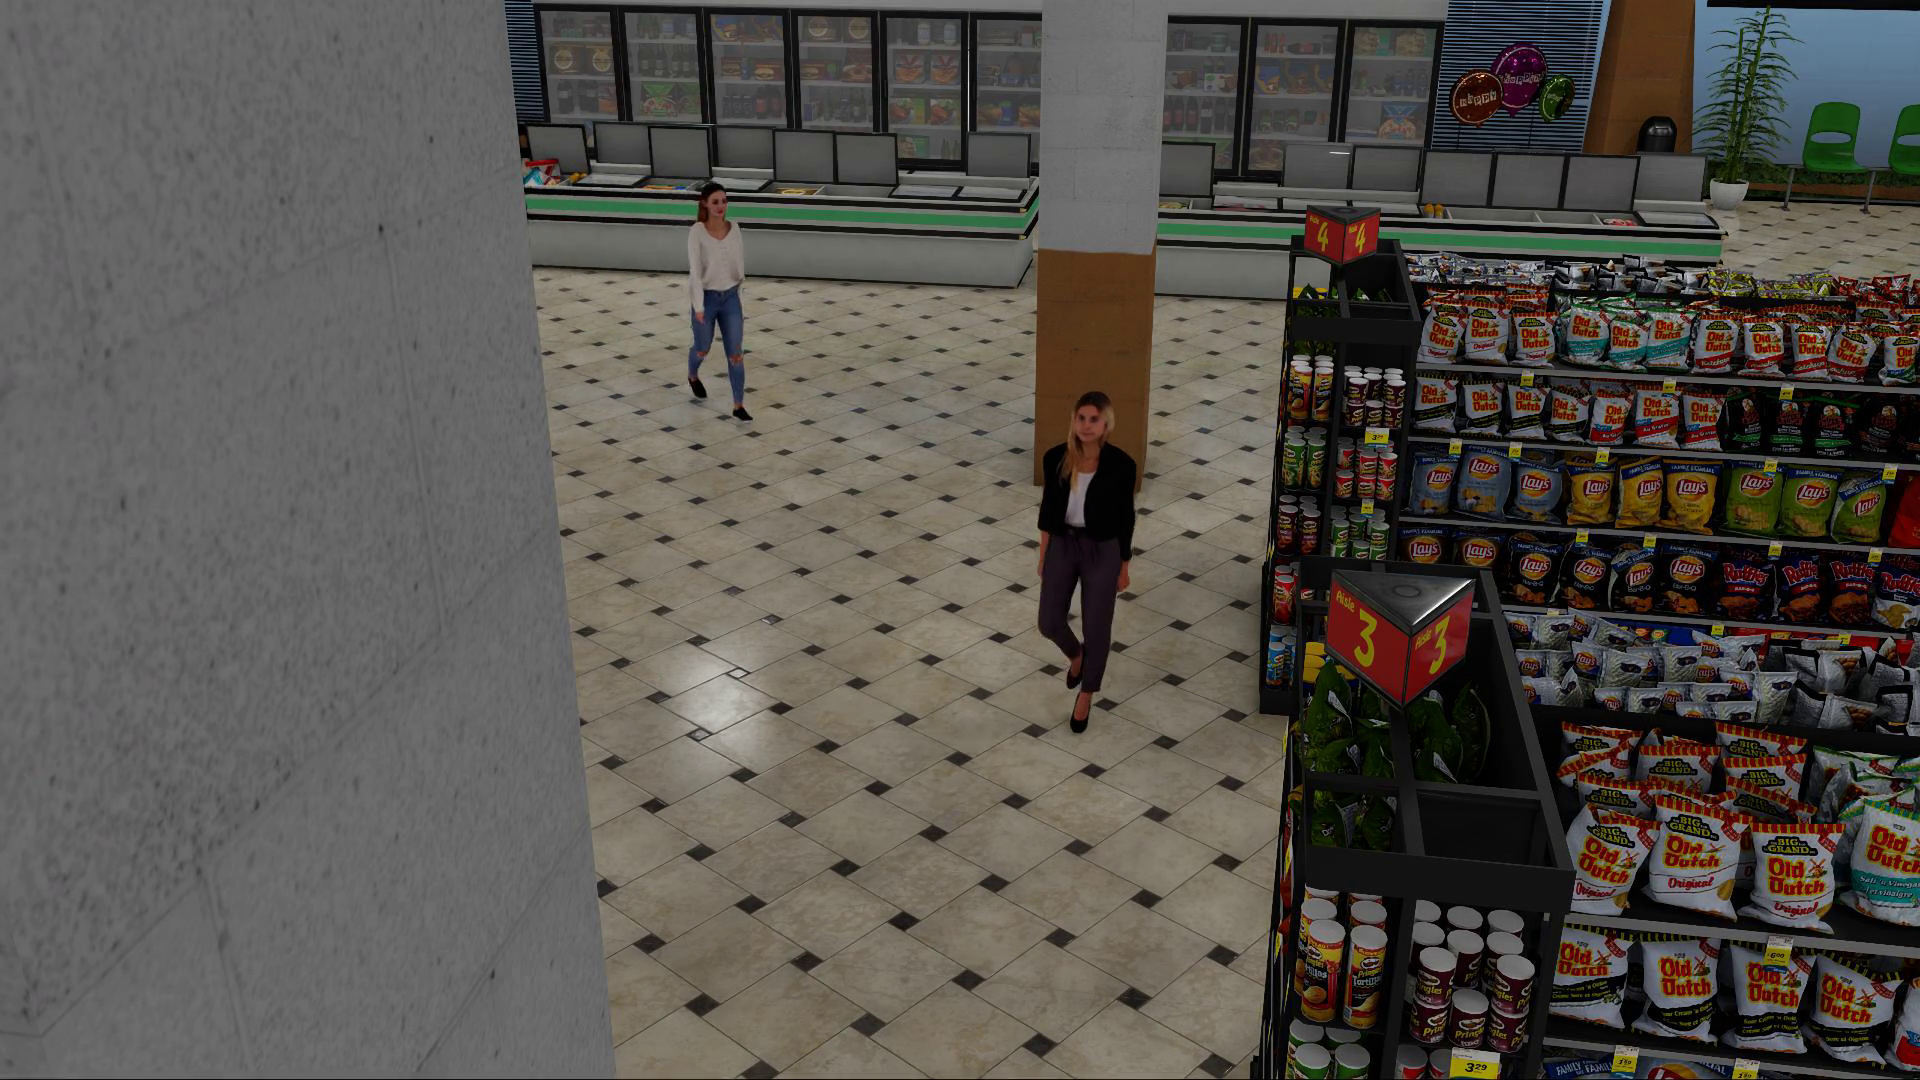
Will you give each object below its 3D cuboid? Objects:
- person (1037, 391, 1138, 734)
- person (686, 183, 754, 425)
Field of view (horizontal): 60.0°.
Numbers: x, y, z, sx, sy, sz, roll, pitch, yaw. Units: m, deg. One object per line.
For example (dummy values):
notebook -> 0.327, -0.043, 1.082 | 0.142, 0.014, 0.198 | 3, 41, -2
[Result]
person -> 0.595, 0.084, 7.747 | 0.639, 1.664, 0.706 | 7, 25, 16
person -> -1.773, -1.677, 11.780 | 1.109, 1.656, 1.128 | -13, 27, -28
